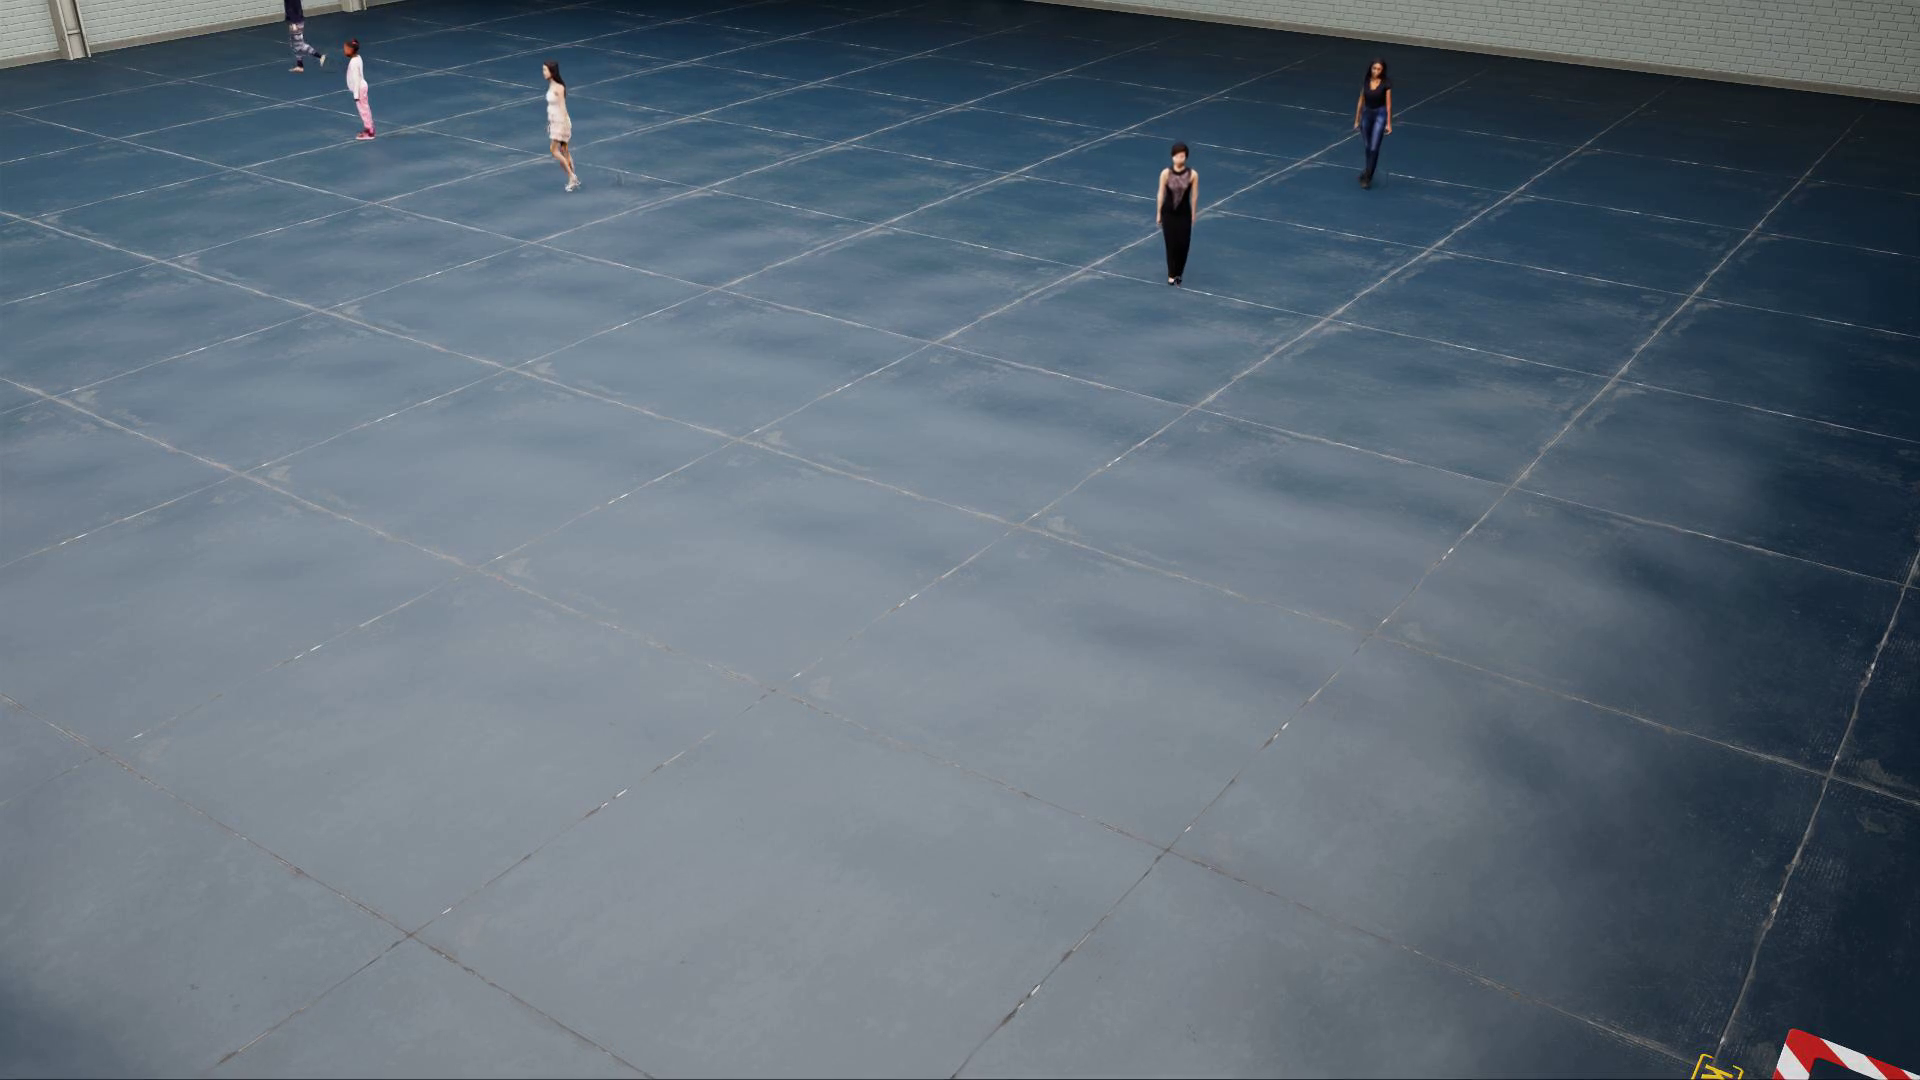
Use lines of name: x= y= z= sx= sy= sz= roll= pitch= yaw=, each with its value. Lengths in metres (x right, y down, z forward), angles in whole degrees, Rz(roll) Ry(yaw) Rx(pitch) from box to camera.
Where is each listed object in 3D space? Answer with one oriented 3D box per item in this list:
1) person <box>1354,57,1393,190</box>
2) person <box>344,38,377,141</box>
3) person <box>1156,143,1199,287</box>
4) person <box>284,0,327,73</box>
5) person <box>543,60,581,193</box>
person: x=5.500 y=-5.524 z=22.022 sx=0.683 sy=1.685 sz=1.040 roll=21 pitch=34 yaw=35
person: x=-8.826 y=-6.643 z=24.453 sx=0.679 sy=1.449 sz=0.615 roll=-4 pitch=28 yaw=-8
person: x=2.402 y=-3.607 z=18.405 sx=0.676 sy=1.589 sz=0.696 roll=5 pitch=28 yaw=9
person: x=-11.319 y=-8.903 z=28.546 sx=0.980 sy=1.719 sz=0.948 roll=-2 pitch=27 yaw=-4
person: x=-5.137 y=-5.418 z=21.773 sx=0.716 sy=1.724 sz=0.679 roll=-12 pitch=30 yaw=-23
